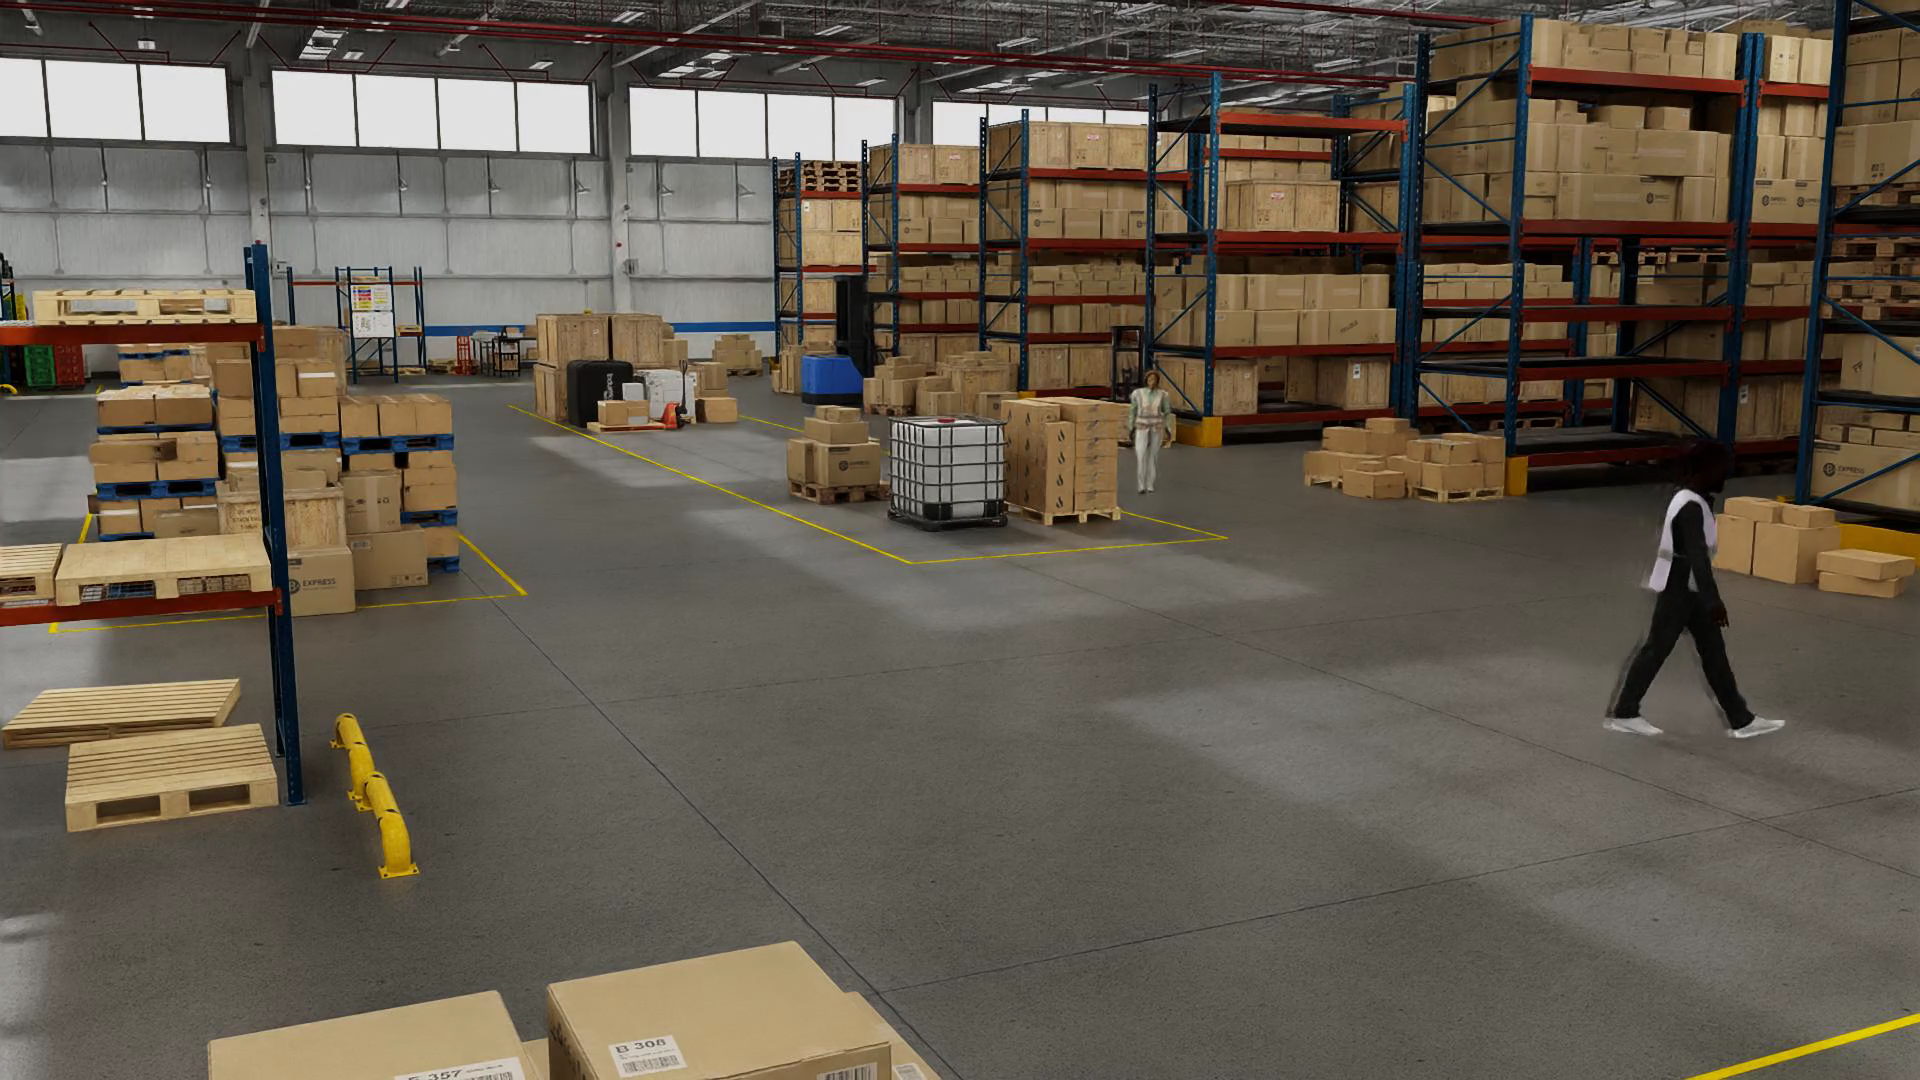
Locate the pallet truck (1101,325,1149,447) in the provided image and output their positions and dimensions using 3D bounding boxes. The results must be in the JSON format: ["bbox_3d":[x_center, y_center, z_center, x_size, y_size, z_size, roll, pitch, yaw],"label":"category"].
[{"bbox_3d":[2.881,-2.596,27.923,0.823,1.965,1.885,-1,9,-7],"label":"pallet truck"}]

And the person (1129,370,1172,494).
[{"bbox_3d":[2.489,-1.390,21.628,0.550,1.599,0.796,0,9,0],"label":"person"}]

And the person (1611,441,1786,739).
[{"bbox_3d":[4.550,0.328,10.204,1.015,1.863,0.606,5,11,31],"label":"person"}]

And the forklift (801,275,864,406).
[{"bbox_3d":[-2.399,-4.292,35.714,1.873,2.768,1.129,-4,10,-25],"label":"forklift"}]
